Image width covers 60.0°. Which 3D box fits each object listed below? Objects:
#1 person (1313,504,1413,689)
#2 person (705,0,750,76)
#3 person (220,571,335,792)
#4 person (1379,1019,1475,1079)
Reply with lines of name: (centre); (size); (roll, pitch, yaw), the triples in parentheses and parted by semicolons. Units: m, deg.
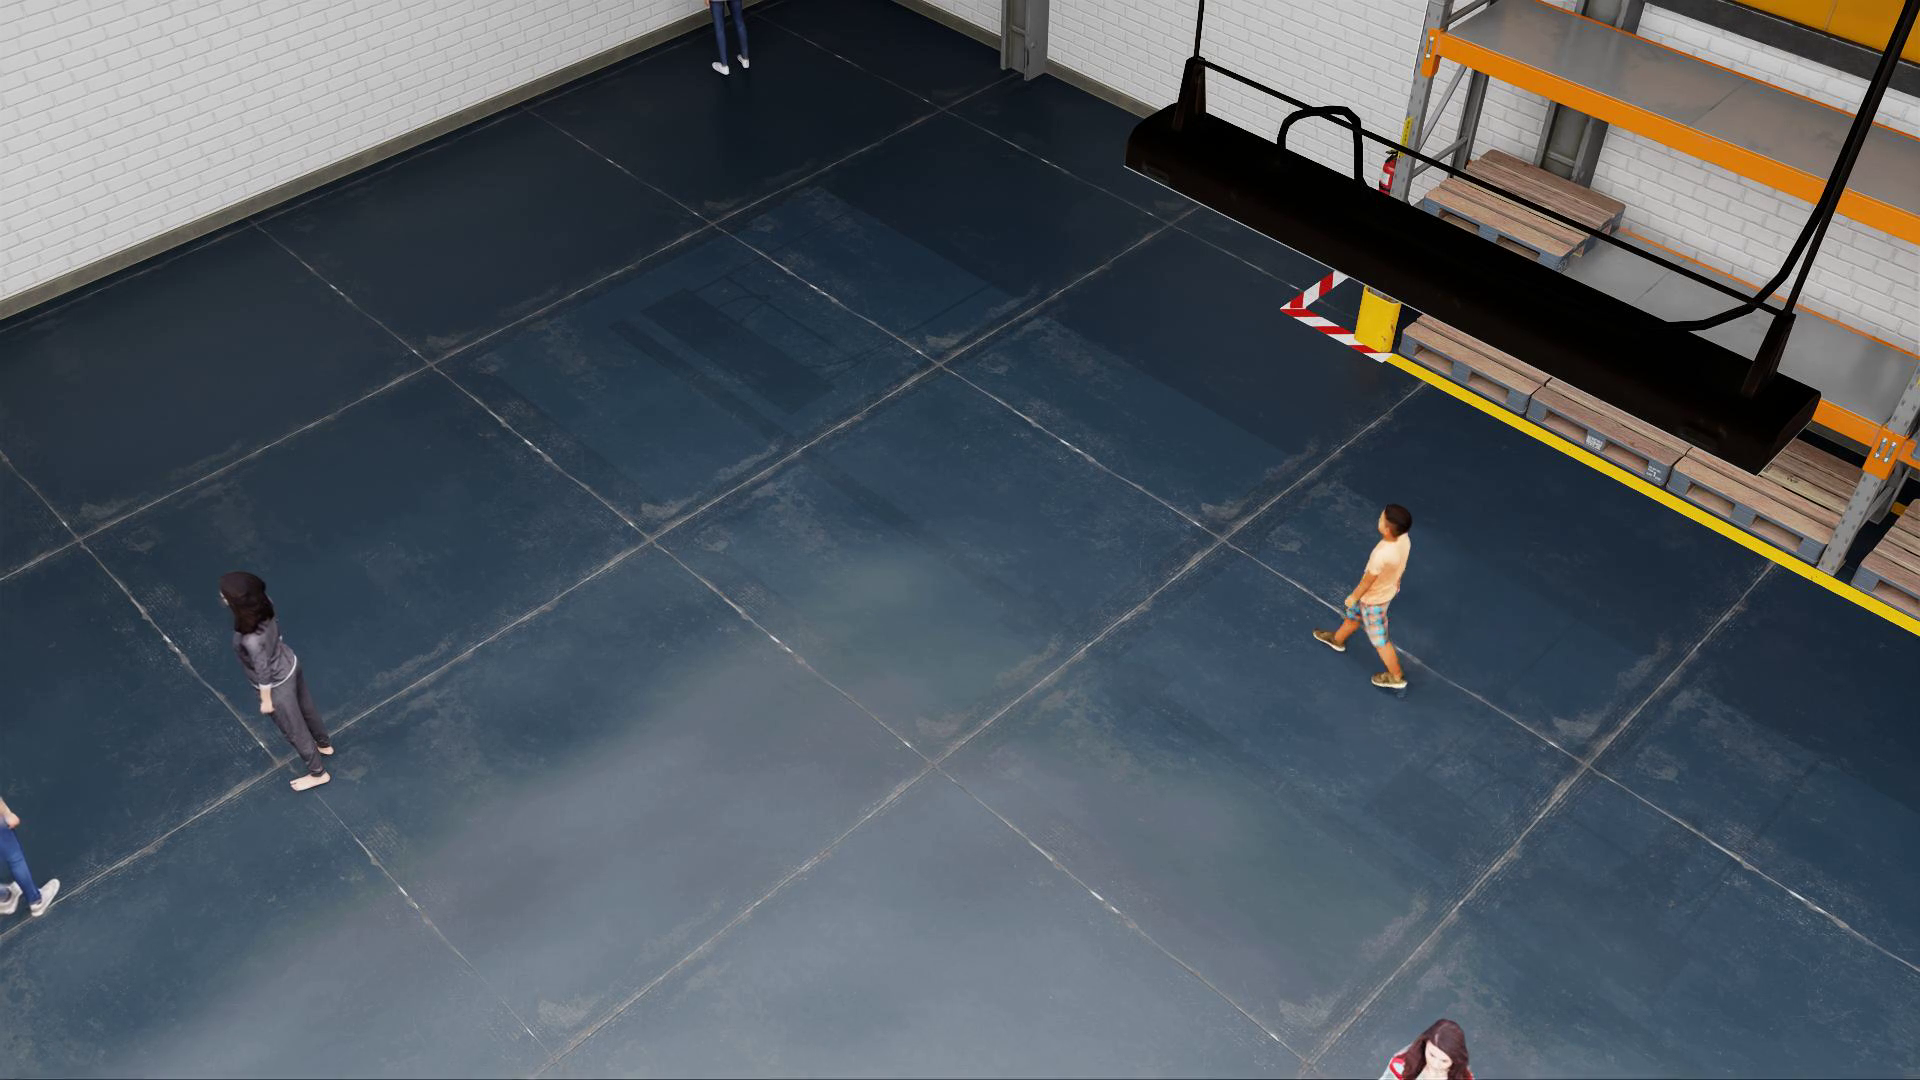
person: (2.787, 0.391, 10.877); (1.003, 1.434, 0.641); (25, 49, 24)
person: (-2.404, -5.620, 16.971); (0.655, 1.732, 0.579); (-25, 49, -24)
person: (-4.164, 0.841, 10.165); (0.726, 1.765, 0.644); (-4, 44, -4)
person: (2.246, 2.835, 8.182); (0.584, 1.612, 0.724); (15, 45, 15)
